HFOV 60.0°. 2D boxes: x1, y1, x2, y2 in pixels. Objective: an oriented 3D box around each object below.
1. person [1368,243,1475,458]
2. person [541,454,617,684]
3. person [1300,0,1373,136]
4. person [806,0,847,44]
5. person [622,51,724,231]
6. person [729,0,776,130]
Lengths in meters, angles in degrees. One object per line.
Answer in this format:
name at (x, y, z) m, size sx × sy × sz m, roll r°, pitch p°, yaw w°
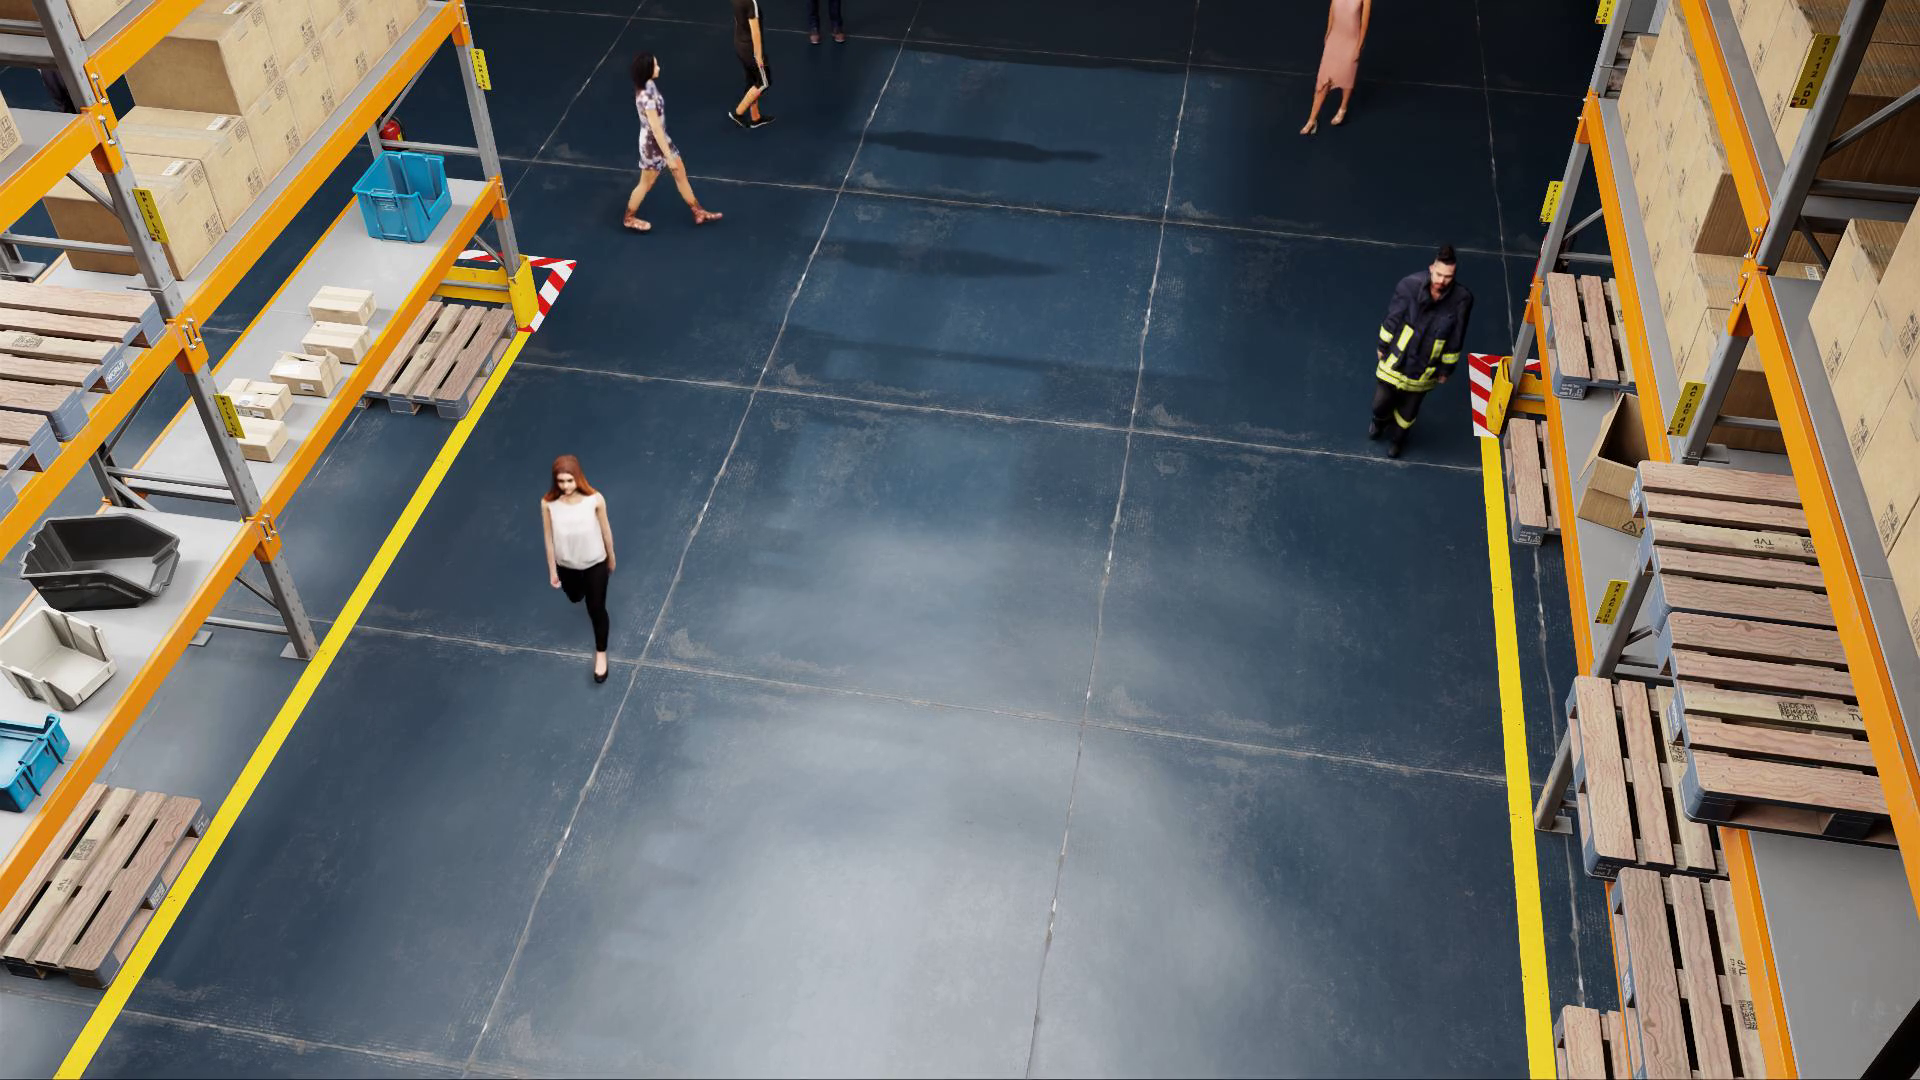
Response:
person at (3.368, -1.433, 12.189) m, size 0.806 × 1.853 × 0.787 m, roll 18°, pitch 46°, yaw 18°
person at (-2.442, 0.080, 10.710) m, size 0.696 × 1.702 × 1.073 m, roll -1°, pitch 44°, yaw -1°
person at (3.690, -4.730, 15.684) m, size 0.897 × 1.806 × 1.053 m, roll 29°, pitch 51°, yaw 27°
person at (-1.432, -5.991, 16.981) m, size 0.848 × 1.841 × 0.827 m, roll -10°, pitch 45°, yaw -11°
person at (-2.707, -3.378, 14.352) m, size 0.903 × 1.685 × 1.140 m, roll -5°, pitch 44°, yaw -5°
person at (-2.053, -4.615, 15.673) m, size 0.856 × 1.655 × 0.803 m, roll -22°, pitch 48°, yaw -21°
